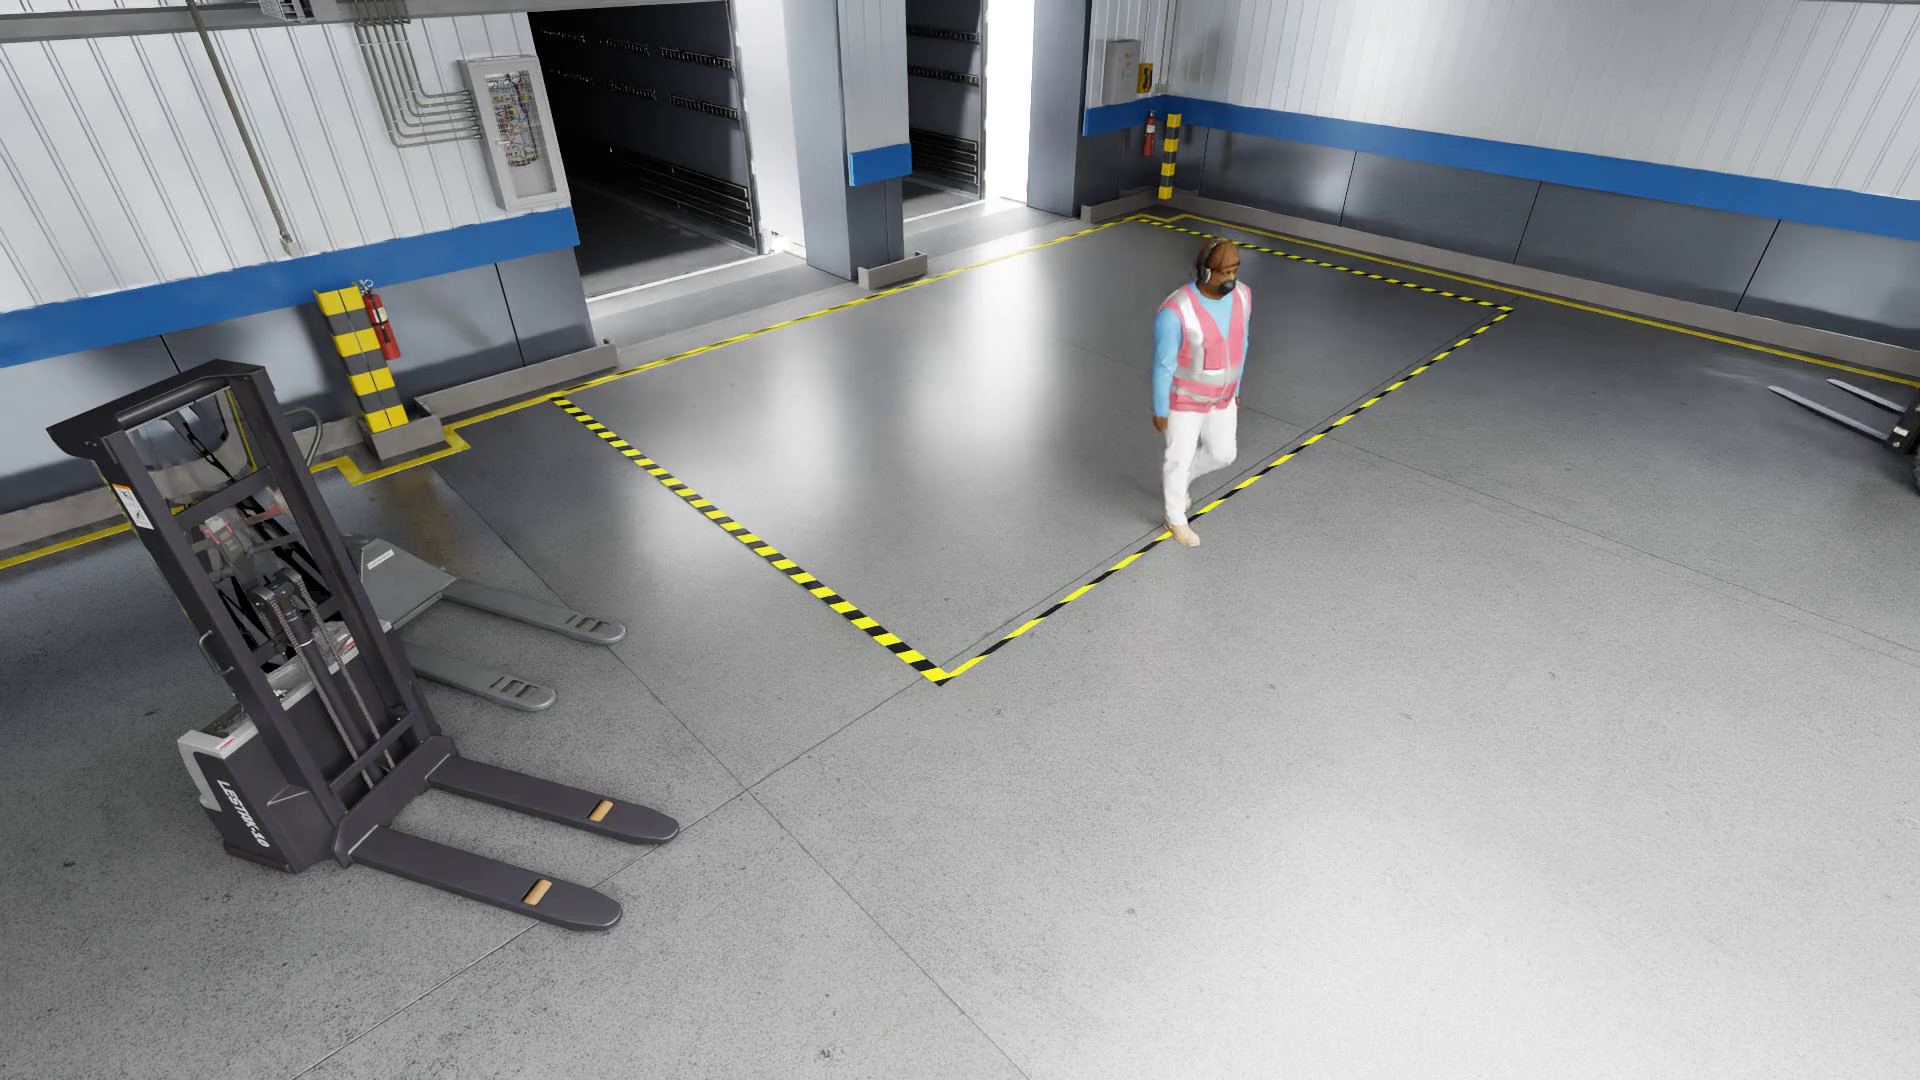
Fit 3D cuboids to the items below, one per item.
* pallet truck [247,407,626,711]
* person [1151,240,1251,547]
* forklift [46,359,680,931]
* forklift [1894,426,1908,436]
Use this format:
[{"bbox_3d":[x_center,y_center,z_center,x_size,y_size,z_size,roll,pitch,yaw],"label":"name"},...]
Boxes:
[{"bbox_3d":[-2.628,0.038,4.590,1.601,1.201,0.680,12,36,18],"label":"pallet truck"},{"bbox_3d":[1.370,-0.840,5.355,0.641,1.831,0.548,-16,37,-22],"label":"person"},{"bbox_3d":[-2.135,0.422,3.354,1.885,1.965,0.823,10,35,14],"label":"forklift"},{"bbox_3d":[7.214,-0.784,4.812,1.157,2.036,2.680,-7,35,-10],"label":"forklift"}]
